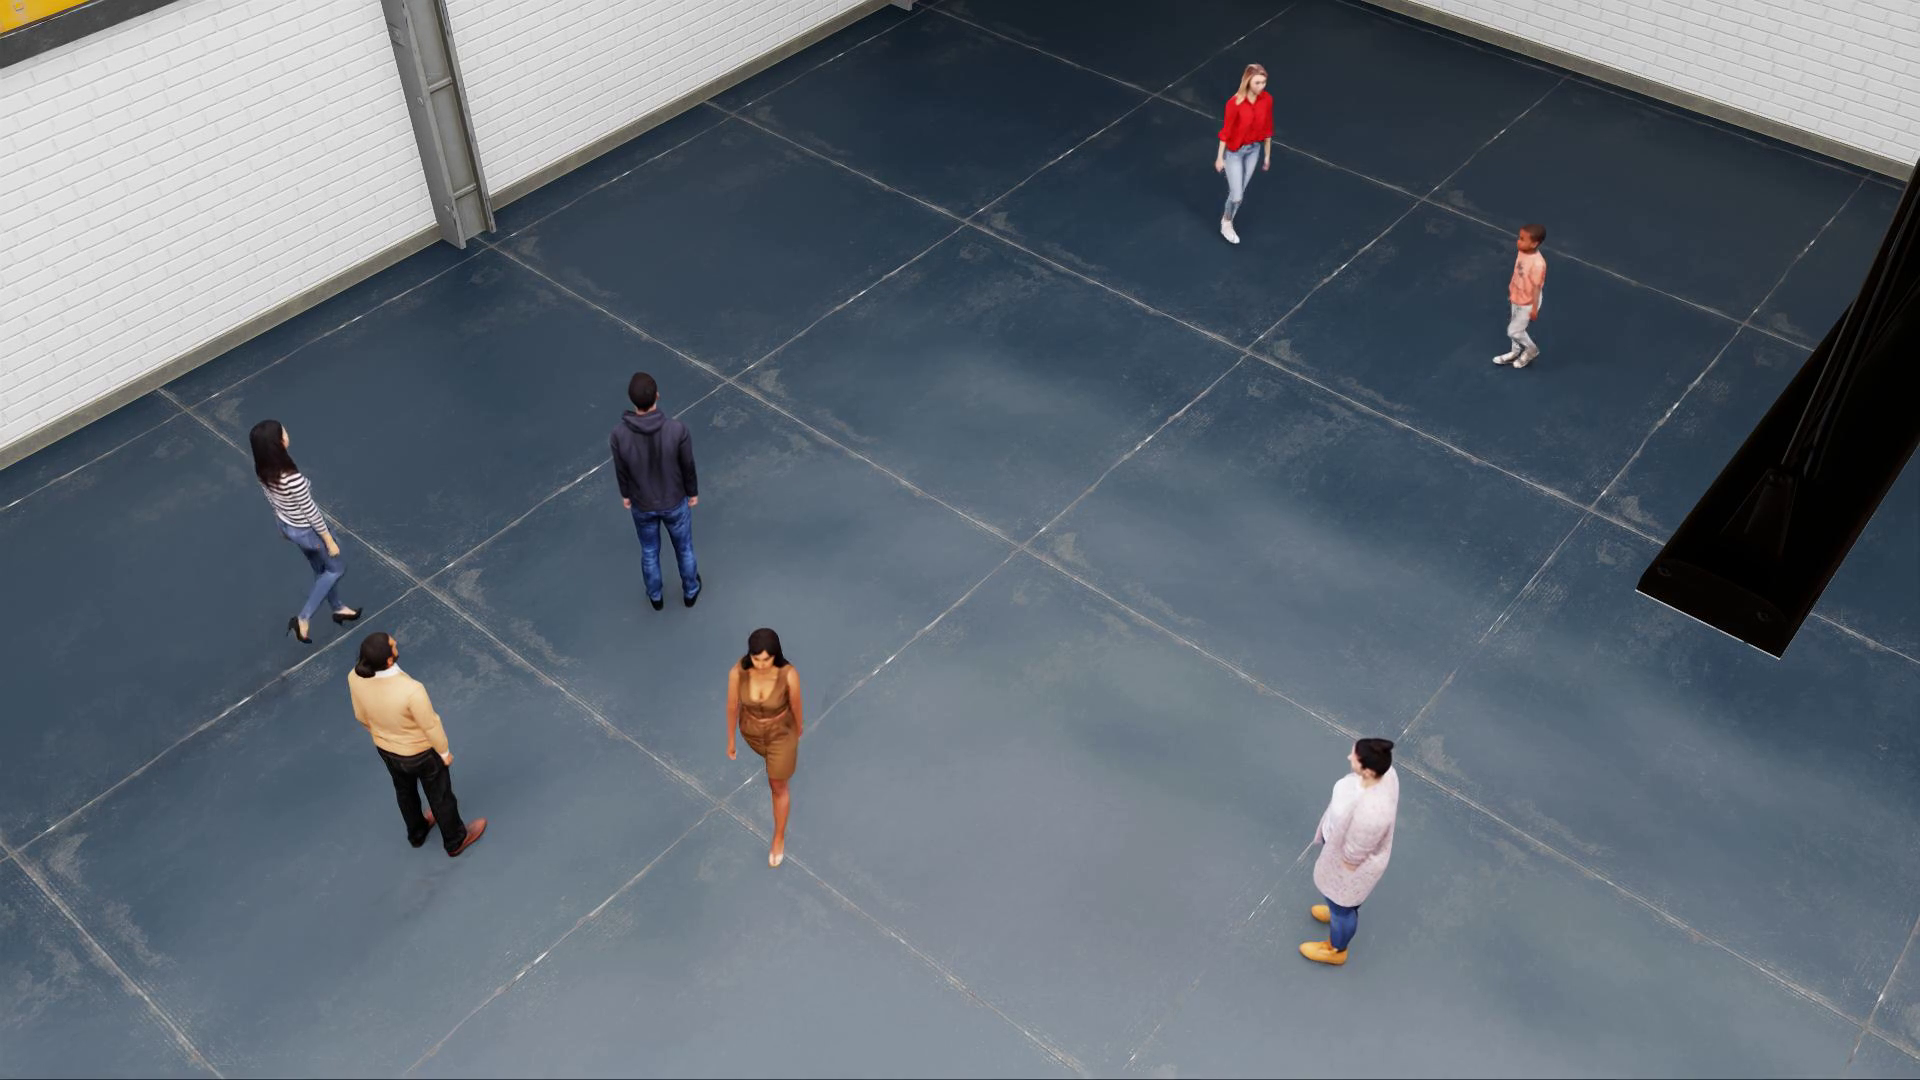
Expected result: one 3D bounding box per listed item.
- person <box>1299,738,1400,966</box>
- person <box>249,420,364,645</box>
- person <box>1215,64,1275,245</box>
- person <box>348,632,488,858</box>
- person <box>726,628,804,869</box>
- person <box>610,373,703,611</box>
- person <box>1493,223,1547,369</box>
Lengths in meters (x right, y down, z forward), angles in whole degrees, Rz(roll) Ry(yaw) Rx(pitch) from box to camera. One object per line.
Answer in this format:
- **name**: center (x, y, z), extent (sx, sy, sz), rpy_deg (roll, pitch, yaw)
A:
- **person**: center (2.152, 1.663, 8.991), extent (0.833, 1.744, 0.706), rpy_deg (13, 45, 13)
- **person**: center (-4.263, 0.009, 10.700), extent (0.660, 1.781, 0.827), rpy_deg (24, 49, 23)
- **person**: center (2.385, -3.349, 14.286), extent (0.661, 1.697, 0.782), rpy_deg (-16, 46, -17)
- **person**: center (-3.150, 1.170, 9.502), extent (0.738, 1.753, 0.707), rpy_deg (13, 45, 13)
- **person**: center (-1.108, 1.049, 9.705), extent (0.941, 1.648, 1.158), rpy_deg (6, 44, 7)
- **person**: center (-1.983, -0.282, 10.928), extent (0.730, 1.888, 0.807), rpy_deg (-6, 44, -7)
- **person**: center (4.503, -1.905, 13.060), extent (0.726, 1.297, 0.663), rpy_deg (-6, 44, -7)
